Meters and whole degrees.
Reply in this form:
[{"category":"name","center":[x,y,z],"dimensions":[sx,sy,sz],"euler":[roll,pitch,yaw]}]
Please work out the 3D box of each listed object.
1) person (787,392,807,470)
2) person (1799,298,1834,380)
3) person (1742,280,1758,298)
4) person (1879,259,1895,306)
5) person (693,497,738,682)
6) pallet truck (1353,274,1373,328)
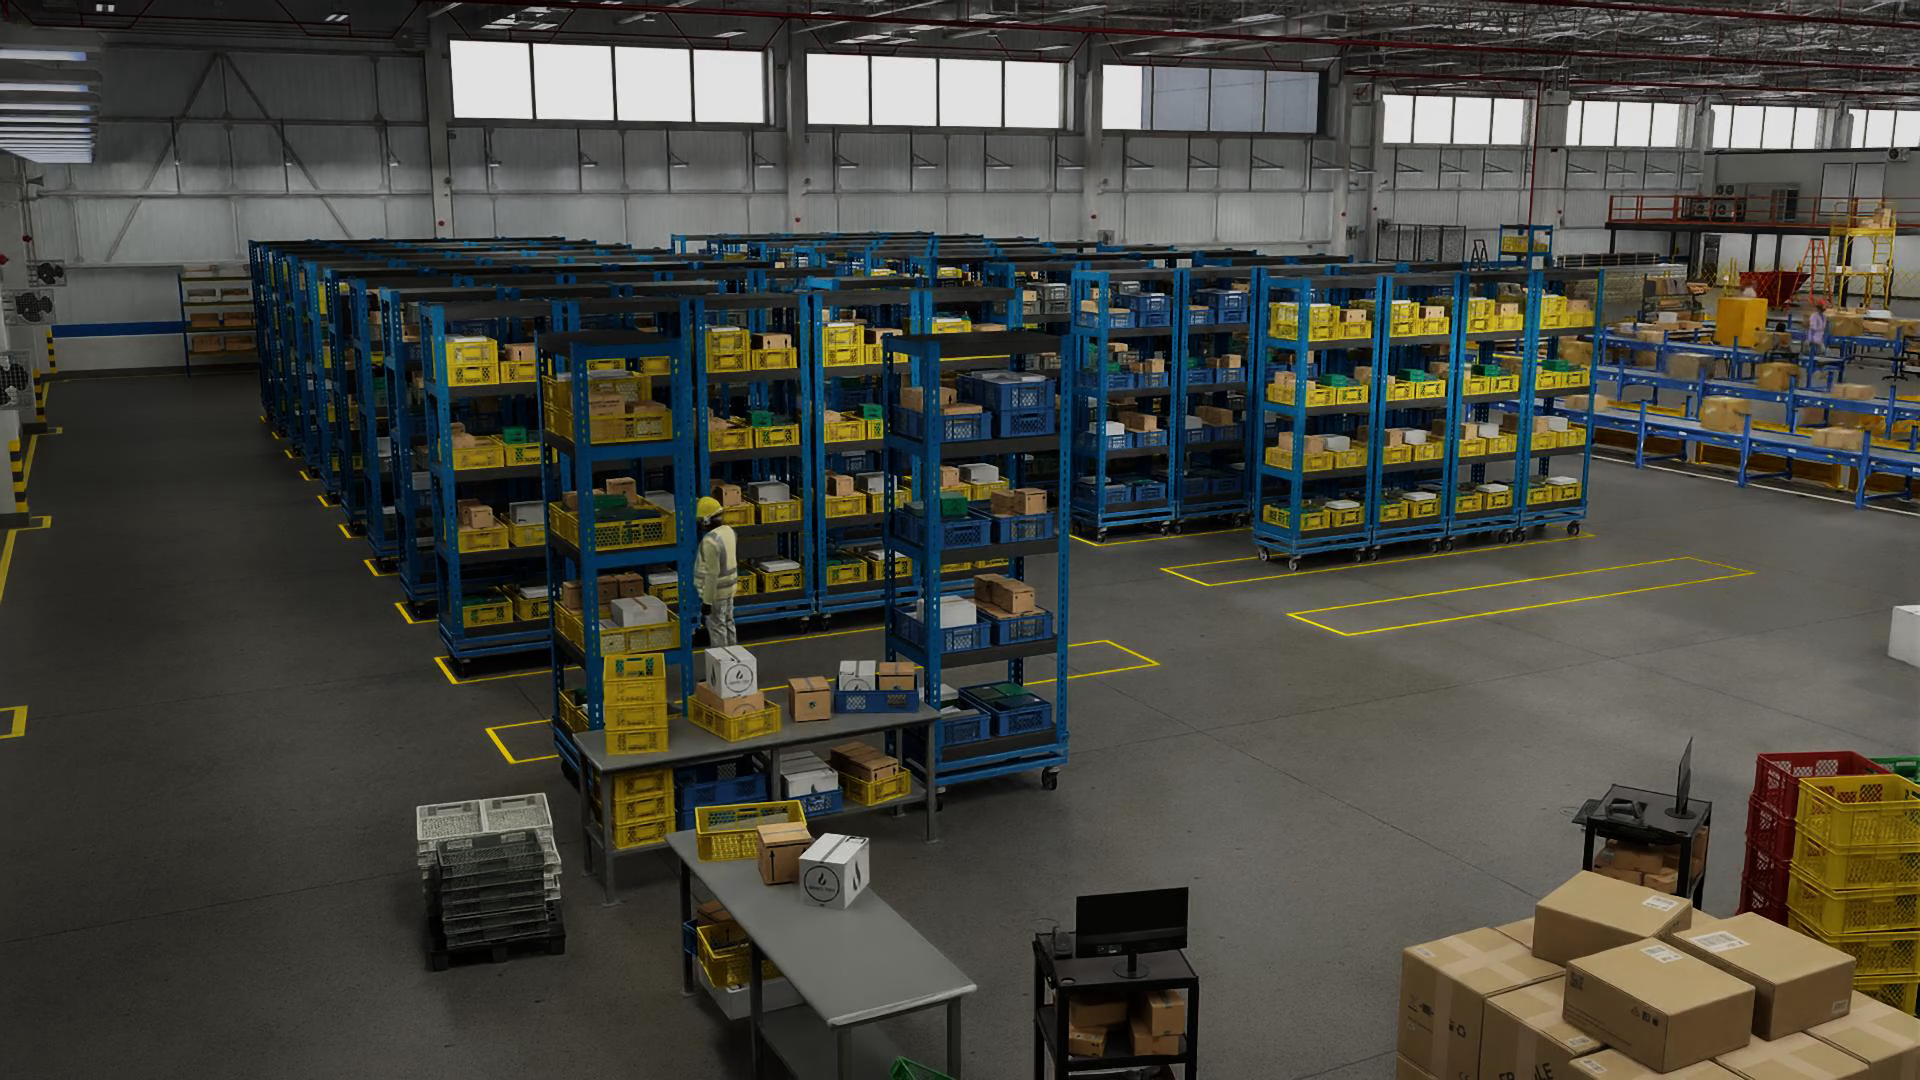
[{"category":"person","center":[-2.334,-1.593,25.466],"dimensions":[0.590,1.813,0.654],"euler":[-5,13,-22]},{"category":"person","center":[20.892,-4.933,40.685],"dimensions":[0.627,1.999,1.048],"euler":[-8,15,-35]},{"category":"person","center":[23.978,-6.956,50.486],"dimensions":[0.960,1.851,0.671],"euler":[2,12,7]},{"category":"person","center":[36.179,-10.027,64.847],"dimensions":[0.507,1.846,0.345],"euler":[-9,15,-35]},{"category":"person","center":[-2.311,0.489,15.717],"dimensions":[0.404,1.822,0.586],"euler":[3,12,12]},{"category":"pallet truck","center":[13.011,-8.050,55.243],"dimensions":[0.823,1.965,1.885],"euler":[-7,14,-28]}]
